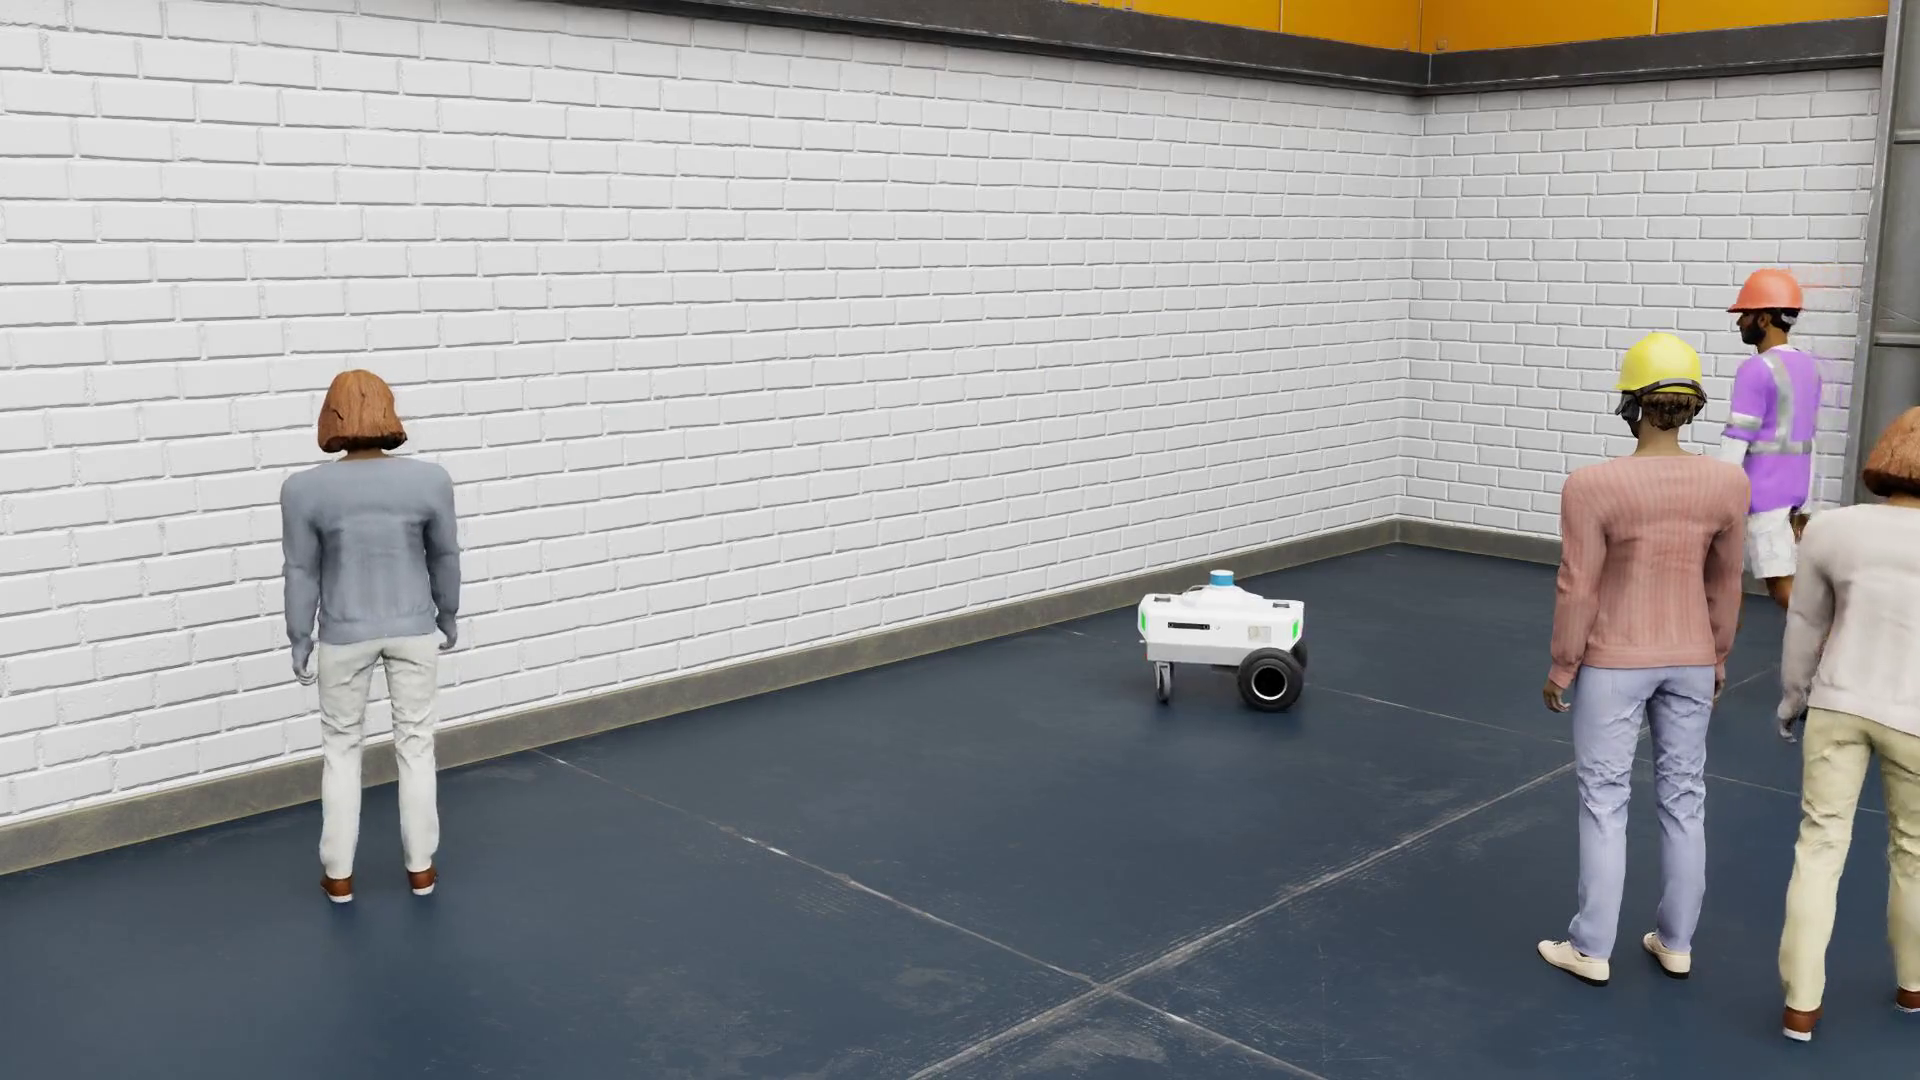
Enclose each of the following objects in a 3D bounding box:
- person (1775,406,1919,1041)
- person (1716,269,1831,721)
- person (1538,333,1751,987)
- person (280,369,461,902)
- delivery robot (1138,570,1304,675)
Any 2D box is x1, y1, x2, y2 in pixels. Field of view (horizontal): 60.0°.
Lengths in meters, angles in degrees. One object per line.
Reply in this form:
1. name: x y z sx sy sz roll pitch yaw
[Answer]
1. person: 2.352 0.459 4.232 0.576 1.615 0.543 -10 14 -43
2. person: 3.410 -0.190 7.030 0.997 1.892 0.582 10 14 43
3. person: 1.831 0.332 4.486 0.525 1.769 0.316 -1 10 -8
4. person: -1.773 0.297 5.056 0.509 1.633 0.334 -4 11 -23
5. delivery robot: 1.142 0.376 7.295 0.707 0.478 0.477 2 11 14
